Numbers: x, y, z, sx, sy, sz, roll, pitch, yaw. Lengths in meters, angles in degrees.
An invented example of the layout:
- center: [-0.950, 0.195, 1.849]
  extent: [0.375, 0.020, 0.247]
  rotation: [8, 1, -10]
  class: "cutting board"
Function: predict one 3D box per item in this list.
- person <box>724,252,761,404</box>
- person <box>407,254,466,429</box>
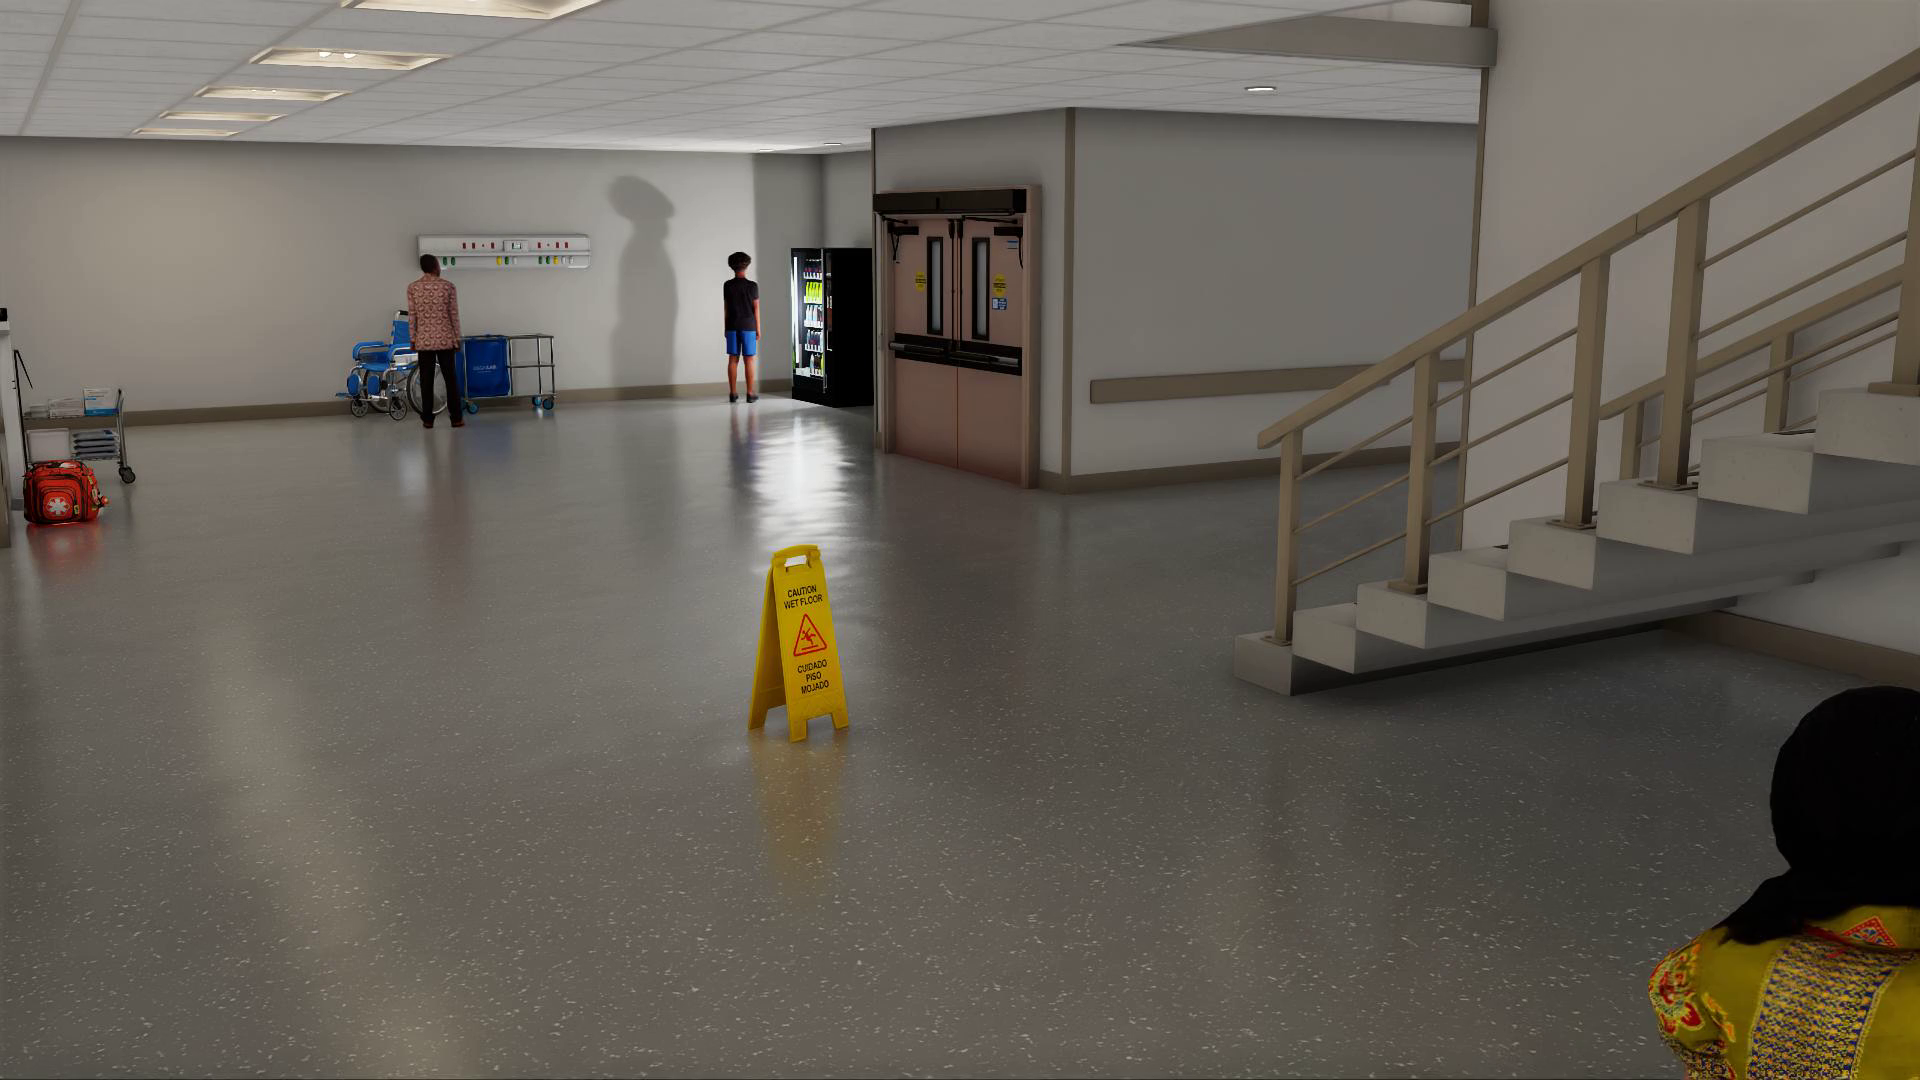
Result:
- center: [-2.628, -2.555, 19.964]
  extent: [0.683, 1.790, 0.720]
  rotation: [1, 11, 7]
  class: "person"
- center: [-5.508, -2.089, 17.461]
  extent: [0.743, 1.807, 0.707]
  rotation: [-2, 11, -11]
  class: "person"
